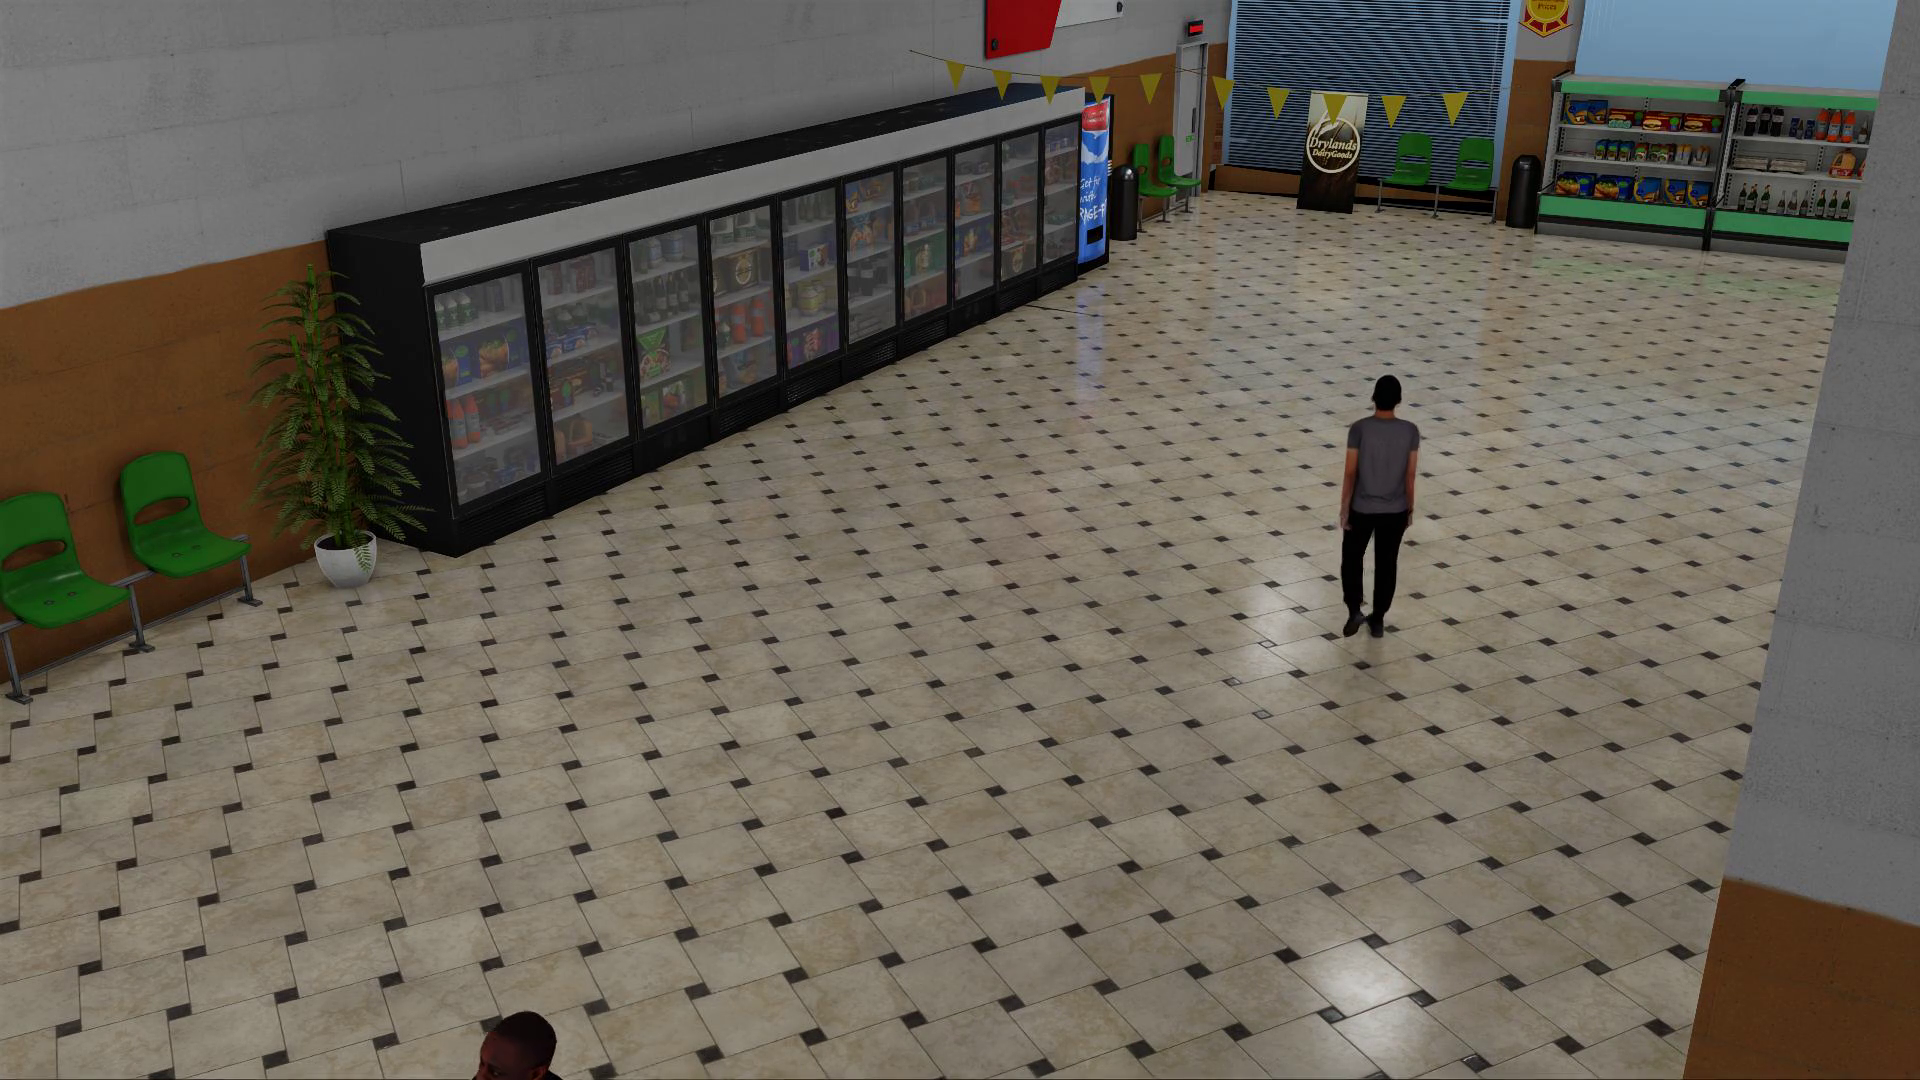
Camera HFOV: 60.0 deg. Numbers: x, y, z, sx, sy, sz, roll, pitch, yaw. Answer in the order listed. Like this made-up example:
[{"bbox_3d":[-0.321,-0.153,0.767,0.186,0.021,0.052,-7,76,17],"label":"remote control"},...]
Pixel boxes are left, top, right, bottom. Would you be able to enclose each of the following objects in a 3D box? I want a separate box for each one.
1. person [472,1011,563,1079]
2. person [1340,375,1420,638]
[{"bbox_3d":[-1.136,2.093,4.813,1.059,1.786,1.208,-16,27,-34],"label":"person"},{"bbox_3d":[2.641,-0.163,10.487,0.846,1.740,0.850,3,22,7],"label":"person"}]
